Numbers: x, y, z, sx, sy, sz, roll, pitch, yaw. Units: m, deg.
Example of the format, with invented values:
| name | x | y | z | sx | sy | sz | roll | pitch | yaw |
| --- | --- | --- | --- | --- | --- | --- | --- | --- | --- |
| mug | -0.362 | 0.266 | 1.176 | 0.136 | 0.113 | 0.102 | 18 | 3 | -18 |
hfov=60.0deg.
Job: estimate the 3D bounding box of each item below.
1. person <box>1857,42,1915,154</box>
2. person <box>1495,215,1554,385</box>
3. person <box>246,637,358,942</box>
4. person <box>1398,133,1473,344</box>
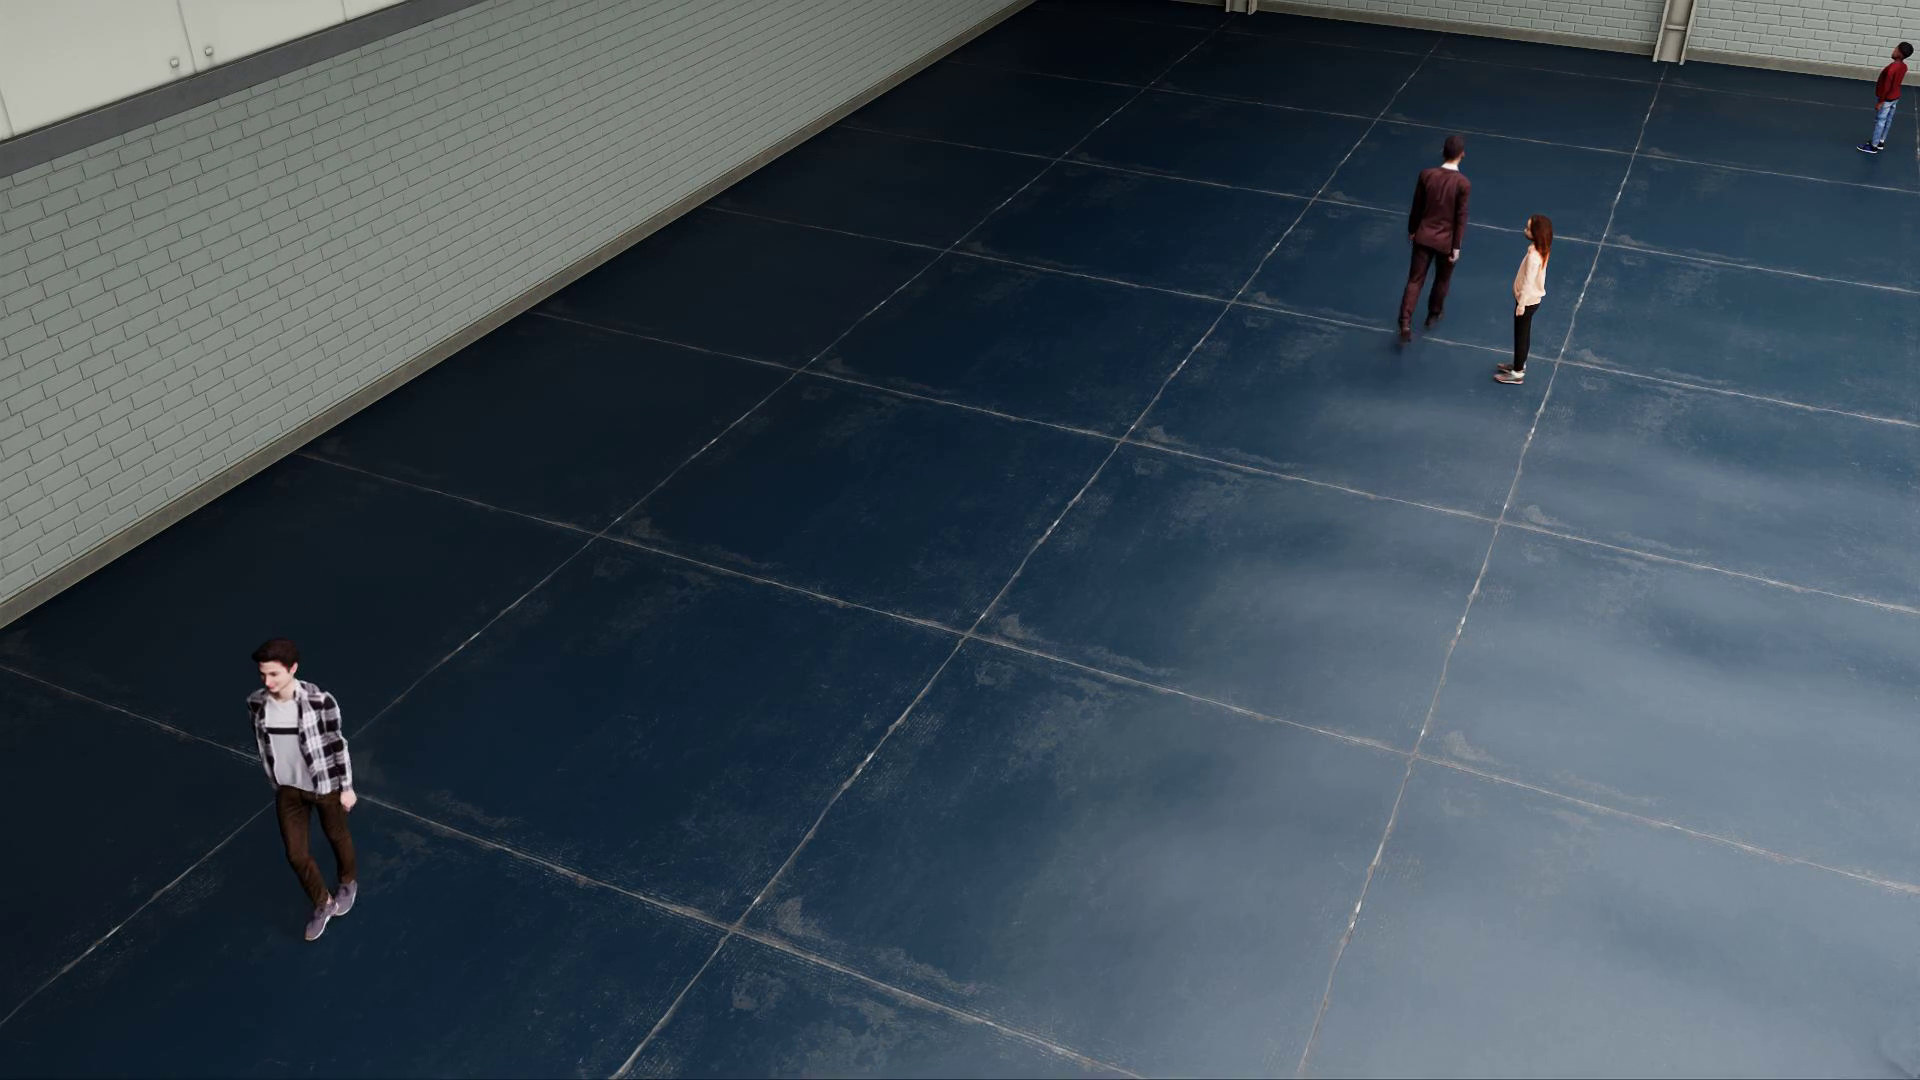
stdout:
| name | x | y | z | sx | sy | sz | roll | pitch | yaw |
| --- | --- | --- | --- | --- | --- | --- | --- | --- | --- |
| person | 10.677 | -5.096 | 19.116 | 0.578 | 1.256 | 0.601 | -23 | 39 | -32 |
| person | 4.795 | -2.040 | 14.059 | 0.508 | 1.483 | 0.575 | 11 | 34 | 17 |
| person | -3.348 | 1.197 | 8.634 | 0.792 | 1.796 | 0.855 | 0 | 32 | 0 |
| person | 4.162 | -2.619 | 14.639 | 1.142 | 1.844 | 0.865 | 19 | 37 | 27 |
